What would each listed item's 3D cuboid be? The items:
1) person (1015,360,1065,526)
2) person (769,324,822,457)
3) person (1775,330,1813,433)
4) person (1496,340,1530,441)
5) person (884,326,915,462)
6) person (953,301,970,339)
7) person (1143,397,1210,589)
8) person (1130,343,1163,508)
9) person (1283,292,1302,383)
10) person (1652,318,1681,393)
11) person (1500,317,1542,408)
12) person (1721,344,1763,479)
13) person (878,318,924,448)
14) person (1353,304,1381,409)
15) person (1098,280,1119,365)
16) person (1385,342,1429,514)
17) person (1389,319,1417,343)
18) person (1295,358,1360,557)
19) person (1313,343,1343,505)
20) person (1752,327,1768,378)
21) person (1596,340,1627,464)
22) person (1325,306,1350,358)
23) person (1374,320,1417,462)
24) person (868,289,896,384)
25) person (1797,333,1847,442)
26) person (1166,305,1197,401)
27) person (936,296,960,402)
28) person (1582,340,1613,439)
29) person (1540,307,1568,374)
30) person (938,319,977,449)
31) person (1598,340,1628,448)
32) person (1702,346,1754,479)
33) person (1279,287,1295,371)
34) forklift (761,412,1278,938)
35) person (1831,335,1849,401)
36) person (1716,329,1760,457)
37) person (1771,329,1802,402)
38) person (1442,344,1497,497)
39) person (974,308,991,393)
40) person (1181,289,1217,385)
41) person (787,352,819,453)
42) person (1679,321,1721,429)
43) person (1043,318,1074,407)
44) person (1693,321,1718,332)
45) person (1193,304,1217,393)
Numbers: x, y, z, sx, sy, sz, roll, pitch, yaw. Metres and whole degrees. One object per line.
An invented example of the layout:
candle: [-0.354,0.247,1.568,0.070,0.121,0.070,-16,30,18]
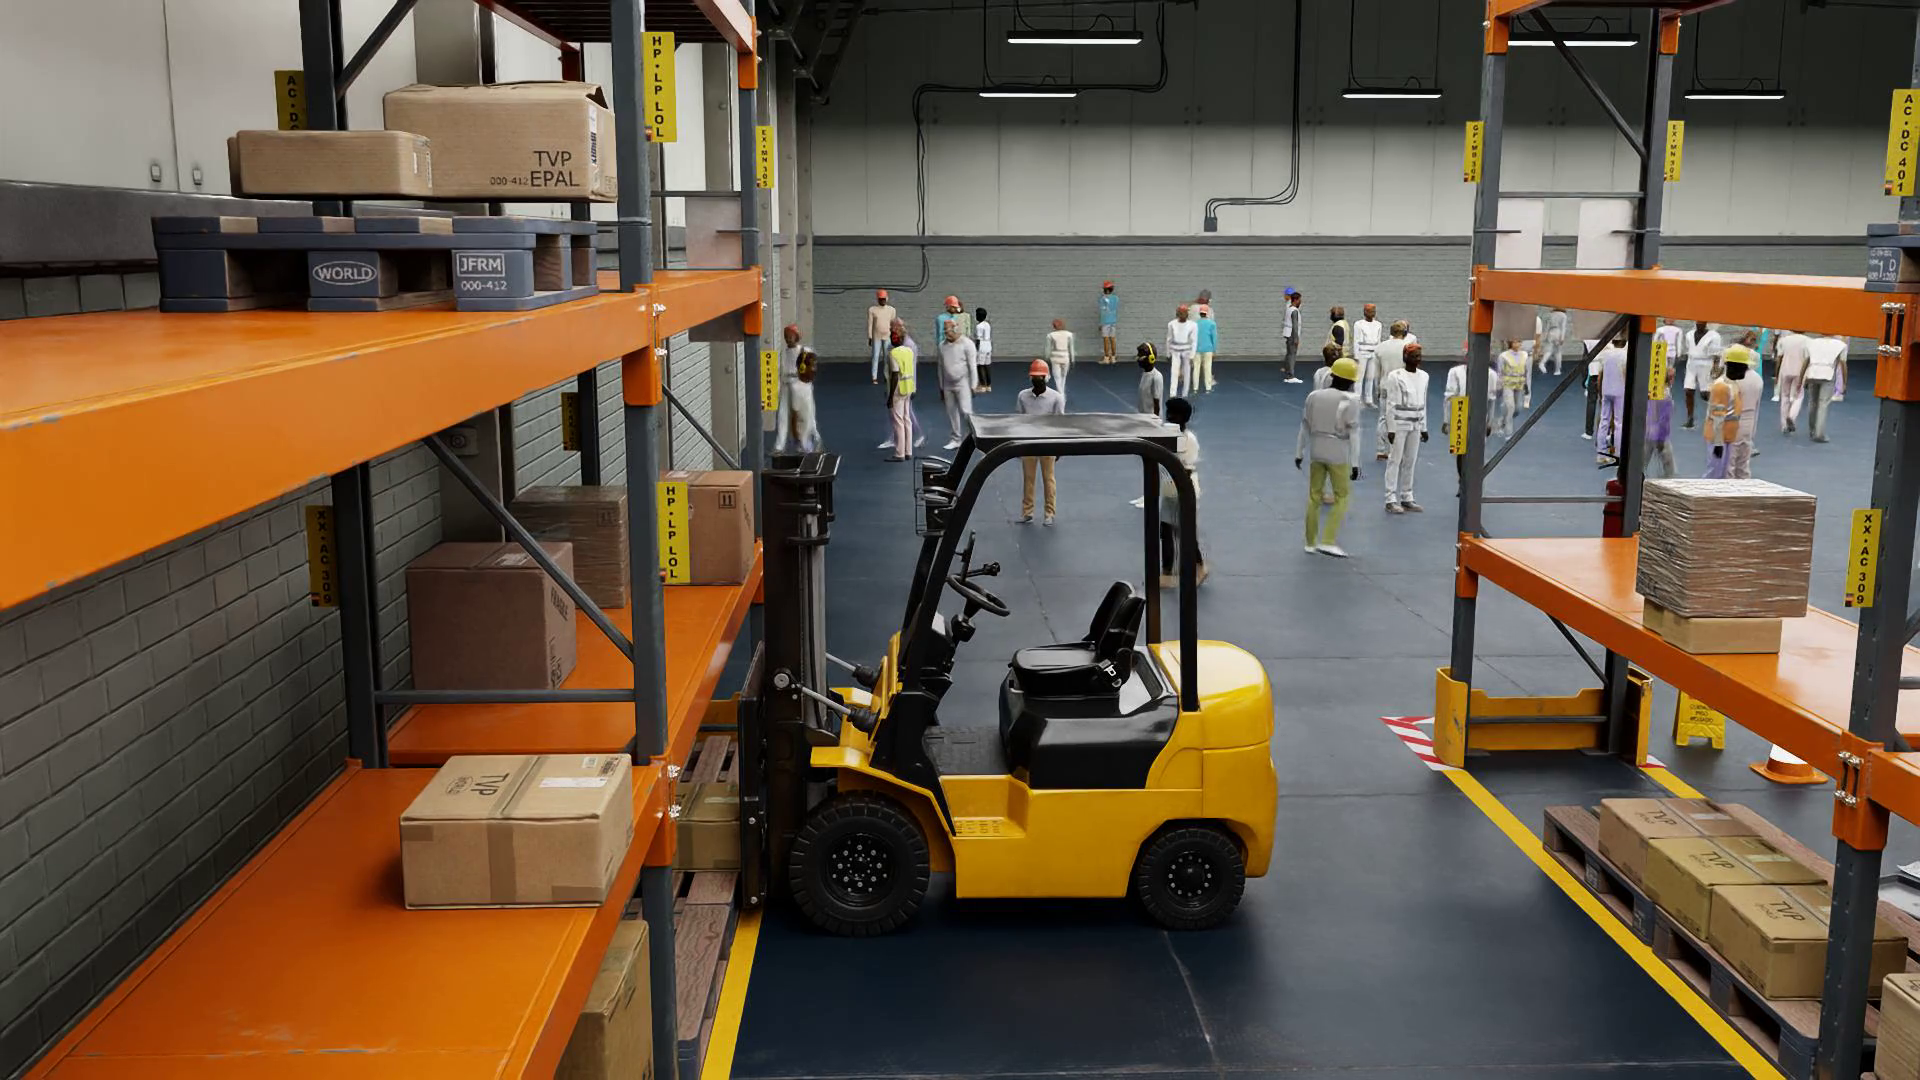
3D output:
person: [0.826,-1.028,17.578,0.563,1.755,0.323,5,11,25]
person: [-2.301,-2.095,23.259,0.576,1.854,0.870,6,12,29]
person: [12.952,-2.552,25.882,0.518,1.828,0.530,7,12,33]
person: [8.260,-2.294,24.978,0.519,1.626,0.581,-3,11,-18]
person: [-0.810,-1.981,22.637,0.377,1.844,0.570,5,11,24]
person: [-0.015,-4.674,38.257,0.506,1.626,0.289,1,10,6]
person: [1.896,-0.393,14.293,0.583,1.673,0.577,-3,11,-16]
person: [2.117,-1.287,18.744,0.335,1.860,0.508,-2,10,-10]
person: [7.087,-4.314,35.439,0.391,1.918,0.593,-1,10,-4]
person: [13.621,-3.551,32.088,0.515,1.610,0.816,0,10,-1]
person: [10.079,-3.392,29.958,0.682,2.000,0.537,5,11,26]
person: [8.238,-1.139,17.779,0.644,1.907,0.400,-5,11,-27]
person: [-0.858,-2.268,24.154,0.493,1.923,0.679,-7,12,-34]
person: [7.300,-3.284,29.798,0.575,1.883,0.355,-5,11,-25]
person: [3.603,-5.302,40.593,0.378,2.044,0.607,10,14,43]
person: [4.945,-1.237,18.394,0.573,1.883,0.356,-6,12,-28]
person: [7.730,-3.047,29.151,0.512,1.641,0.309,6,12,29]
person: [3.457,-0.788,15.860,0.771,1.902,0.477,10,14,43]
person: [4.214,-1.320,18.958,0.344,1.846,0.506,-5,11,-24]
person: [16.613,-4.122,34.606,0.348,1.834,0.520,5,11,25]
person: [8.775,-1.911,22.252,0.341,1.845,0.511,-8,13,-39]
person: [6.770,-3.282,29.898,0.429,1.841,0.634,4,11,19]
person: [5.914,-2.020,22.623,0.628,1.933,0.367,9,13,41]
person: [-1.632,-4.266,34.952,0.612,1.995,0.393,-3,11,-15]
person: [13.039,-2.384,25.103,0.655,1.767,1.030,8,13,39]
person: [4.081,-3.421,30.737,0.579,1.823,1.024,3,11,16]
person: [-0.183,-3.556,31.043,0.410,1.983,0.617,9,13,40]
person: [9.747,-2.481,25.246,0.586,1.912,0.383,3,11,18]
person: [13.331,-4.556,37.362,0.702,1.706,0.504,-9,14,-41]
person: [-0.044,-2.233,23.923,0.671,1.891,0.434,8,13,38]
person: [9.515,-2.291,24.162,0.544,1.925,0.386,-4,11,-23]
person: [8.040,-1.081,17.458,0.432,1.913,0.598,8,13,39]
person: [7.638,-4.895,38.581,0.384,1.951,0.605,4,11,19]
forklift: [0.291,0.548,7.580,2.313,2.155,1.214,0,10,-2]
person: [16.501,-3.529,31.272,0.328,1.841,0.516,2,10,11]
person: [10.904,-2.066,23.350,0.576,1.777,0.838,3,11,15]
person: [15.497,-3.518,31.169,0.507,1.863,0.328,4,11,20]
person: [5.852,-1.371,19.136,0.566,1.875,1.027,4,11,20]
person: [0.443,-3.744,32.914,0.320,1.688,0.536,5,11,24]
person: [5.006,-4.222,34.578,0.736,2.000,0.694,-8,13,-37]
person: [-1.638,-1.042,17.457,0.401,1.847,0.616,3,11,16]
person: [11.878,-2.735,26.579,0.684,1.944,0.611,-6,12,-31]
person: [1.768,-3.234,30.274,0.541,1.594,0.822,-3,11,-17]
person: [15.869,-4.230,35.537,0.850,1.709,0.496,-9,13,-41]
person: [4.818,-3.784,32.929,0.563,1.755,0.323,4,11,21]
